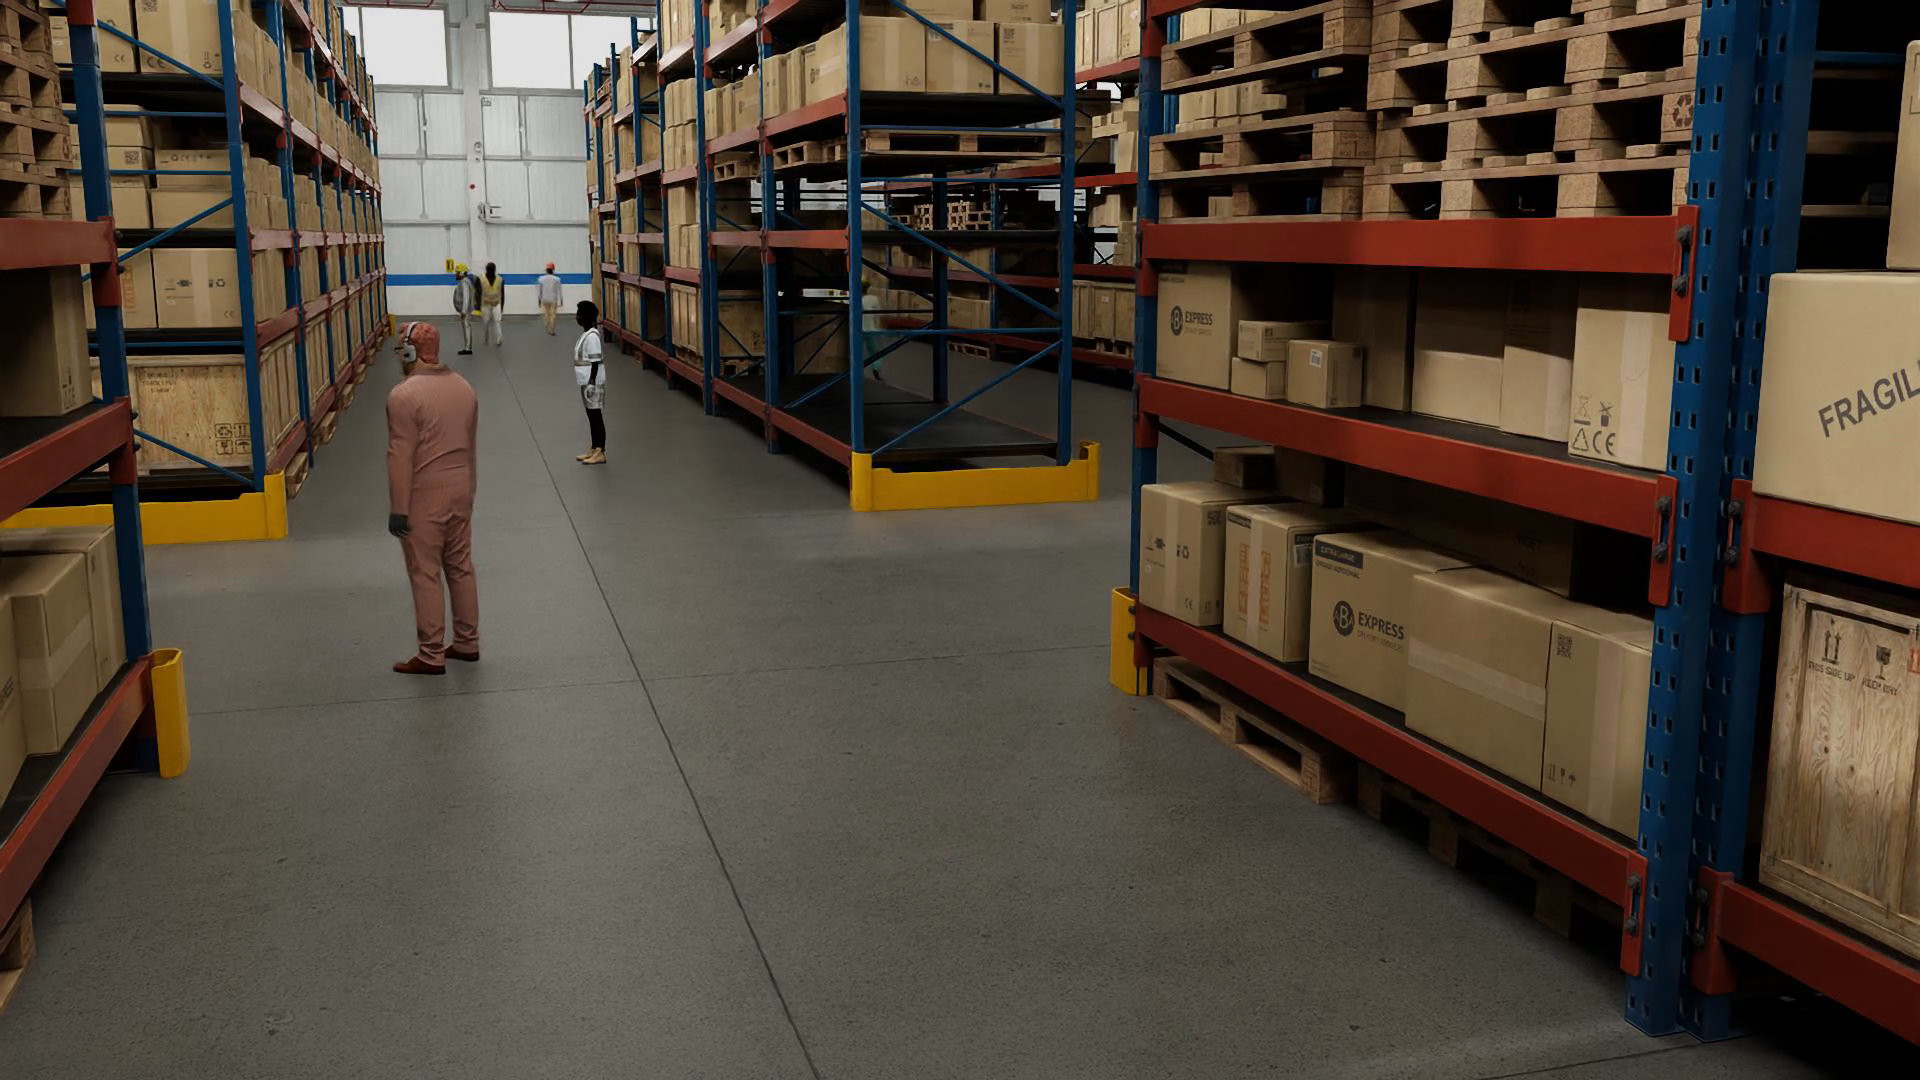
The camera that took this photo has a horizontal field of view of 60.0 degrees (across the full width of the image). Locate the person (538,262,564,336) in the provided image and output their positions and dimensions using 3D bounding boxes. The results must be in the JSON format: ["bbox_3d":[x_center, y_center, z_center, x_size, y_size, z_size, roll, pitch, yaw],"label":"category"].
[{"bbox_3d":[-9.742,-5.751,39.725,0.596,1.730,0.620,2,10,8],"label":"person"}]

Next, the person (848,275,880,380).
[{"bbox_3d":[-1.496,-3.283,26.134,0.545,1.751,0.479,-5,11,-24],"label":"person"}]

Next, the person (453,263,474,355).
[{"bbox_3d":[-9.886,-4.593,33.121,0.404,1.833,0.587,-3,11,-16],"label":"person"}]

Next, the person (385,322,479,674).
[{"bbox_3d":[-2.877,-0.228,9.026,0.399,1.899,0.646,4,11,20],"label":"person"}]

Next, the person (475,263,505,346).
[{"bbox_3d":[-10.207,-5.124,36.133,0.626,1.806,0.935,-4,11,-23],"label":"person"}]

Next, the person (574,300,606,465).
[{"bbox_3d":[-3.839,-1.631,17.261,0.318,1.697,0.535,-4,11,-21],"label":"person"}]
